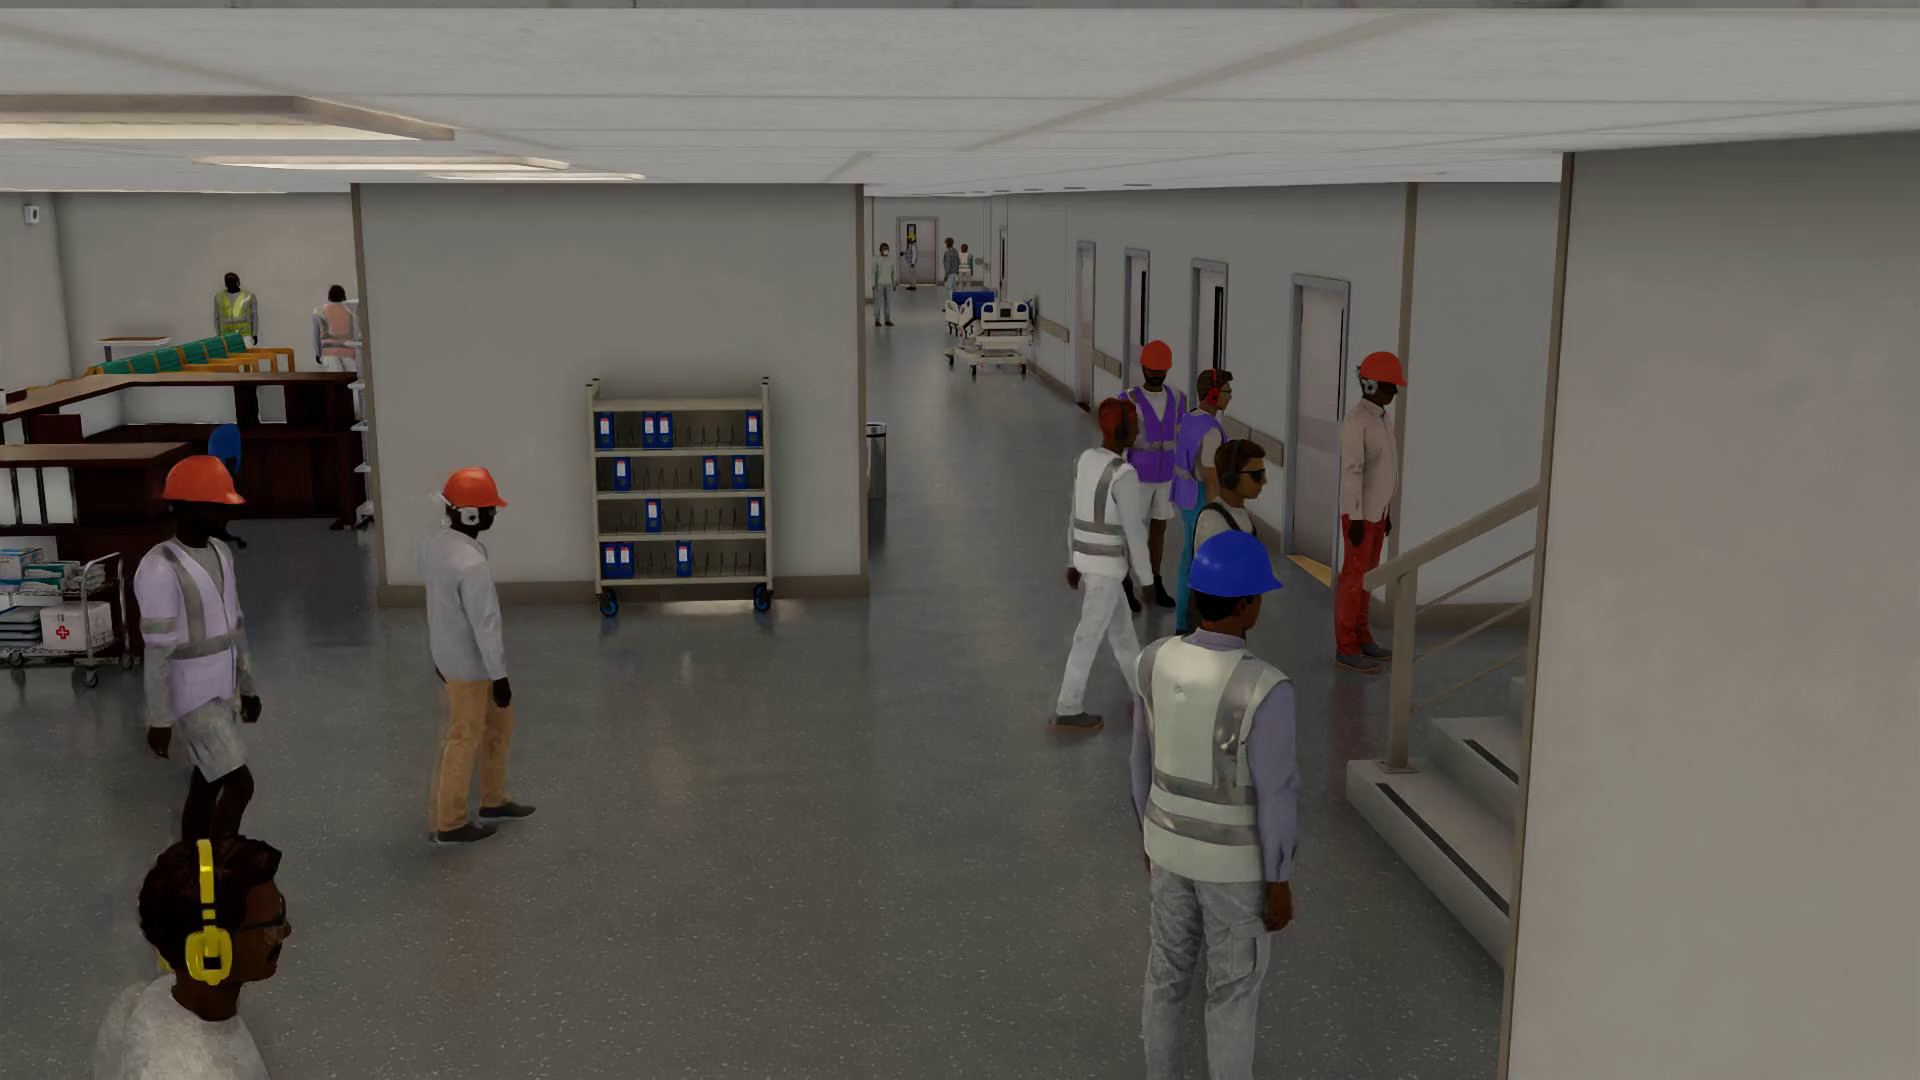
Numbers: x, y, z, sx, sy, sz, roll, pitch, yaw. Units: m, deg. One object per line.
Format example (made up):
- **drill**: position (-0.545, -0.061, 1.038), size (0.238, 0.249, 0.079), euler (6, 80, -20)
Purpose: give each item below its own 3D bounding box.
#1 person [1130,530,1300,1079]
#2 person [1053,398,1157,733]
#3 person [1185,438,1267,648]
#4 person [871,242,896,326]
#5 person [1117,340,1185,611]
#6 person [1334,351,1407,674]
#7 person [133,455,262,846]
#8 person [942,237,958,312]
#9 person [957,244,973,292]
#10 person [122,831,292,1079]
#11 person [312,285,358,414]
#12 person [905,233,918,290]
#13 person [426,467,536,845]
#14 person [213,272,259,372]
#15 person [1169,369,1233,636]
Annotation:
- **person**: position (0.772, 0.931, 5.035), size (0.402, 1.949, 0.605), euler (-9, 15, -37)
- **person**: position (0.910, 0.141, 9.157), size (0.926, 1.840, 0.602), euler (-4, 12, -20)
- **person**: position (1.228, 0.439, 7.709), size (0.344, 1.840, 0.517), euler (5, 13, 24)
- **person**: position (-1.772, -5.937, 38.627), size (0.635, 1.936, 0.355), euler (-6, 13, -29)
- **person**: position (1.369, -0.457, 11.852), size (0.549, 1.933, 0.373), euler (-5, 13, -24)
- **person**: position (2.549, -0.180, 10.364), size (0.384, 1.991, 0.609), euler (7, 13, 30)
- **person**: position (-2.968, 0.614, 6.661), size (0.613, 1.915, 0.587), euler (0, 12, 2)
- **person**: position (-0.261, -6.949, 43.572), size (0.362, 1.938, 0.636), euler (4, 12, 21)
- **person**: position (0.138, -7.823, 48.567), size (0.514, 1.645, 0.307), euler (2, 12, 9)
- **person**: position (-1.346, 1.411, 3.011), size (0.980, 1.825, 0.538), euler (-6, 13, -28)
- **person**: position (-8.193, -2.453, 21.950), size (0.627, 1.790, 0.964), euler (-5, 13, -23)
- **person**: position (-1.578, -9.048, 54.074), size (0.404, 1.836, 0.600), euler (-2, 12, -9)
- **person**: position (-2.148, 0.521, 7.558), size (0.630, 1.726, 0.599), euler (-6, 13, -29)
- **person**: position (-10.812, -3.070, 24.855), size (0.627, 1.844, 0.429), euler (-2, 12, -11)
- **person**: position (1.577, -0.199, 10.851), size (0.392, 1.837, 0.560), euler (-2, 12, -8)
